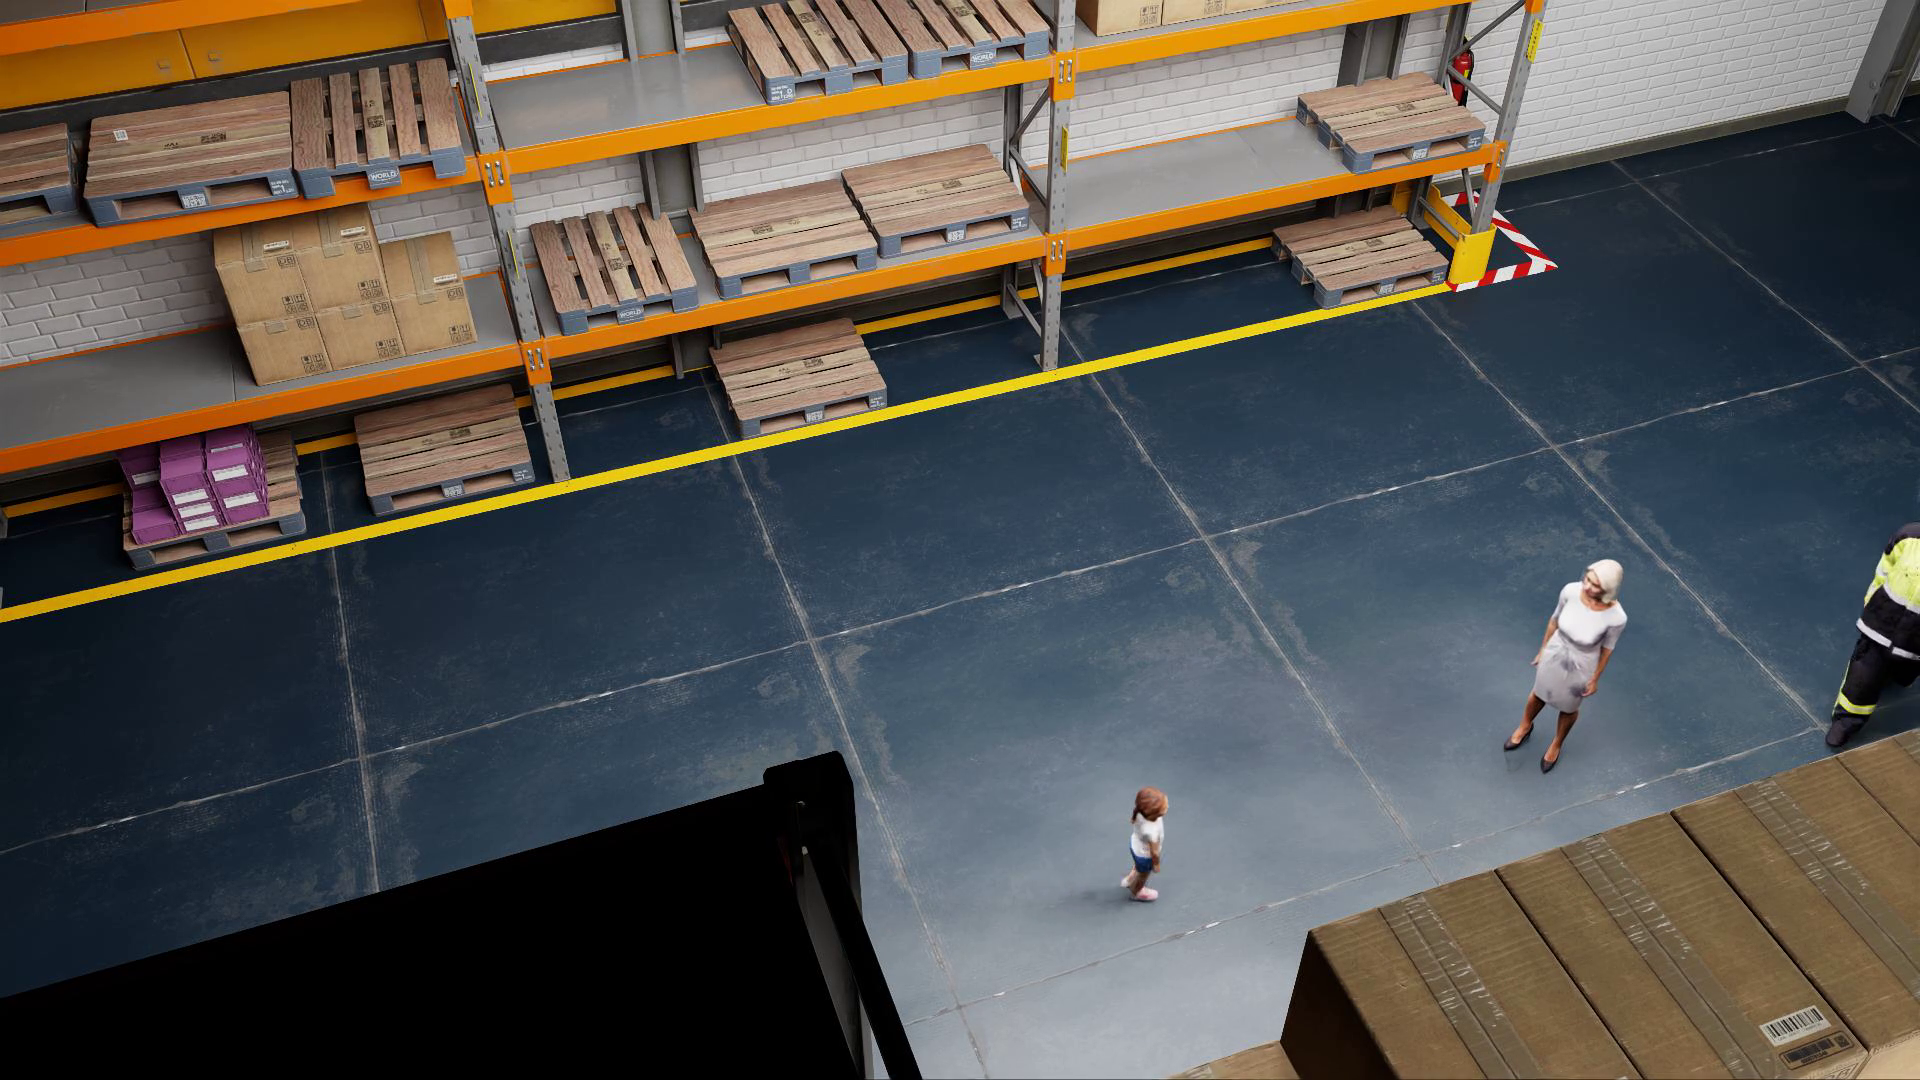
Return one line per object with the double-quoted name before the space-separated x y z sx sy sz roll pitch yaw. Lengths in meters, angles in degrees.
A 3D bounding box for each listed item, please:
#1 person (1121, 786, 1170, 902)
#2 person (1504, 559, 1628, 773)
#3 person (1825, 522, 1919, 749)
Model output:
"person" 1.028 1.753 9.579 0.487 1.013 0.471 -3 44 -3
"person" 3.717 0.730 10.119 0.645 1.750 0.650 33 53 30
"person" 5.926 0.428 10.284 1.140 1.960 1.292 28 50 27
